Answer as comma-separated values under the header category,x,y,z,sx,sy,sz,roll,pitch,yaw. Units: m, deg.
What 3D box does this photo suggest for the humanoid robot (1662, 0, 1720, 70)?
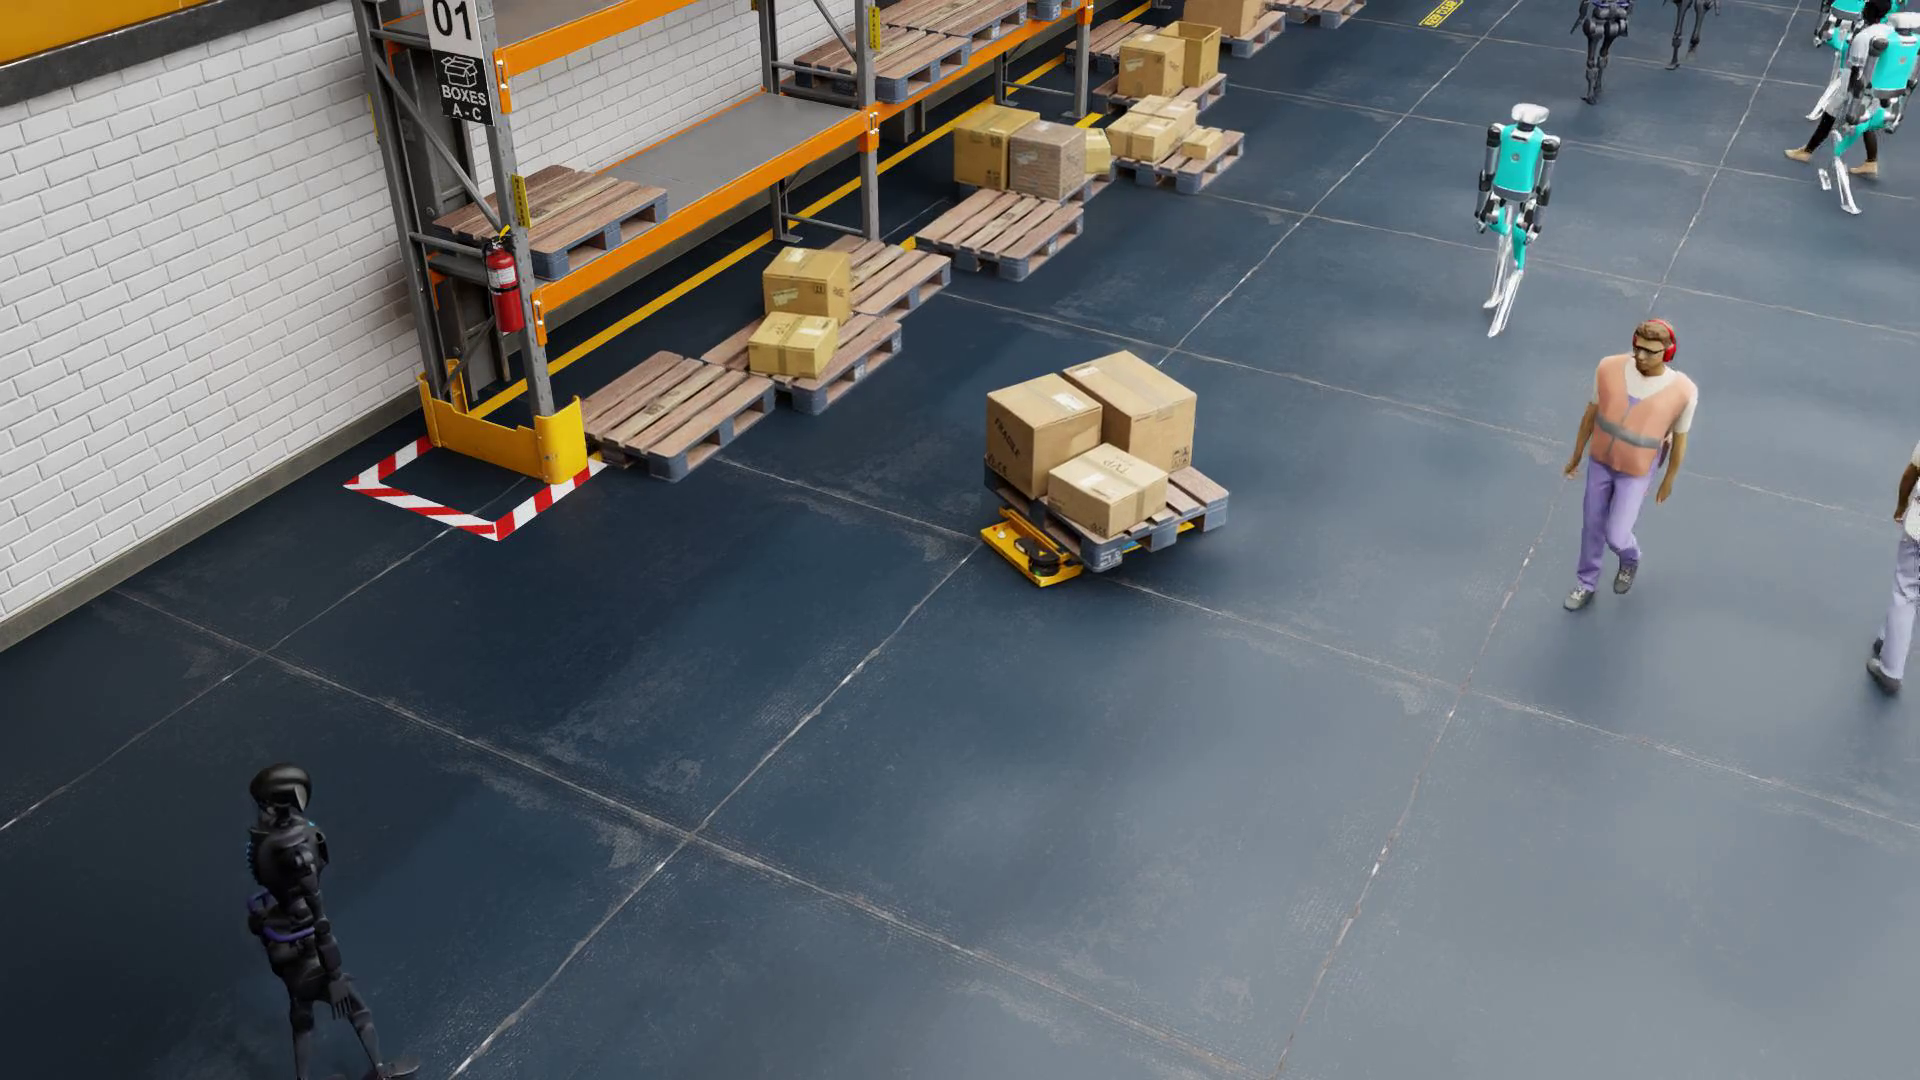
category,x,y,z,sx,sy,sz,roll,pitch,yaw
humanoid robot,7.865,-5.865,17.741,0.600,1.639,0.445,23,40,30

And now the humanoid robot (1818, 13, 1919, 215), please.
category,x,y,z,sx,sy,sz,roll,pitch,yaw
humanoid robot,7.905,-3.822,14.626,0.534,1.774,0.991,-3,34,-5

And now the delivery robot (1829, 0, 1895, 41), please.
category,x,y,z,sx,sy,sz,roll,pitch,yaw
delivery robot,10.180,-5.913,18.828,0.742,0.587,0.525,-3,34,-4

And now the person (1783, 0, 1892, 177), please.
category,x,y,z,sx,sy,sz,roll,pitch,yaw
person,8.211,-4.167,15.193,0.539,1.650,0.866,-21,39,-29

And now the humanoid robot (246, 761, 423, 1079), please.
category,x,y,z,sx,sy,sz,roll,pitch,yaw
humanoid robot,-2.558,1.557,6.531,0.587,1.638,0.602,-25,41,-32

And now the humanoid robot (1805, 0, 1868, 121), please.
category,x,y,z,sx,sy,sz,roll,pitch,yaw
humanoid robot,8.810,-5.026,16.441,0.978,1.743,0.544,-25,41,-33

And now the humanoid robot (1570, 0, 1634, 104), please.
category,x,y,z,sx,sy,sz,roll,pitch,yaw
humanoid robot,6.545,-5.313,16.914,0.588,1.649,0.496,-3,34,-5

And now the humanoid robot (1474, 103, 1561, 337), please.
category,x,y,z,sx,sy,sz,roll,pitch,yaw
humanoid robot,4.205,-2.466,12.565,0.542,1.800,0.828,21,39,29

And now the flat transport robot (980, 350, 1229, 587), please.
category,x,y,z,sx,sy,sz,roll,pitch,yaw
flat transport robot,0.898,-0.139,10.358,1.431,0.231,0.659,-20,38,-27

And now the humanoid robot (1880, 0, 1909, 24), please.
category,x,y,z,sx,sy,sz,roll,pitch,yaw
humanoid robot,10.093,-5.966,17.892,0.540,1.833,0.719,-17,37,-24

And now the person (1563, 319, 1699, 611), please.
category,x,y,z,sx,sy,sz,roll,pitch,yaw
person,3.723,-0.414,9.358,0.460,1.830,0.572,-27,42,-34

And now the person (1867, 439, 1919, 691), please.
category,x,y,z,sx,sy,sz,roll,pitch,yaw
person,5.225,-0.044,8.821,0.562,1.794,0.687,18,38,25
